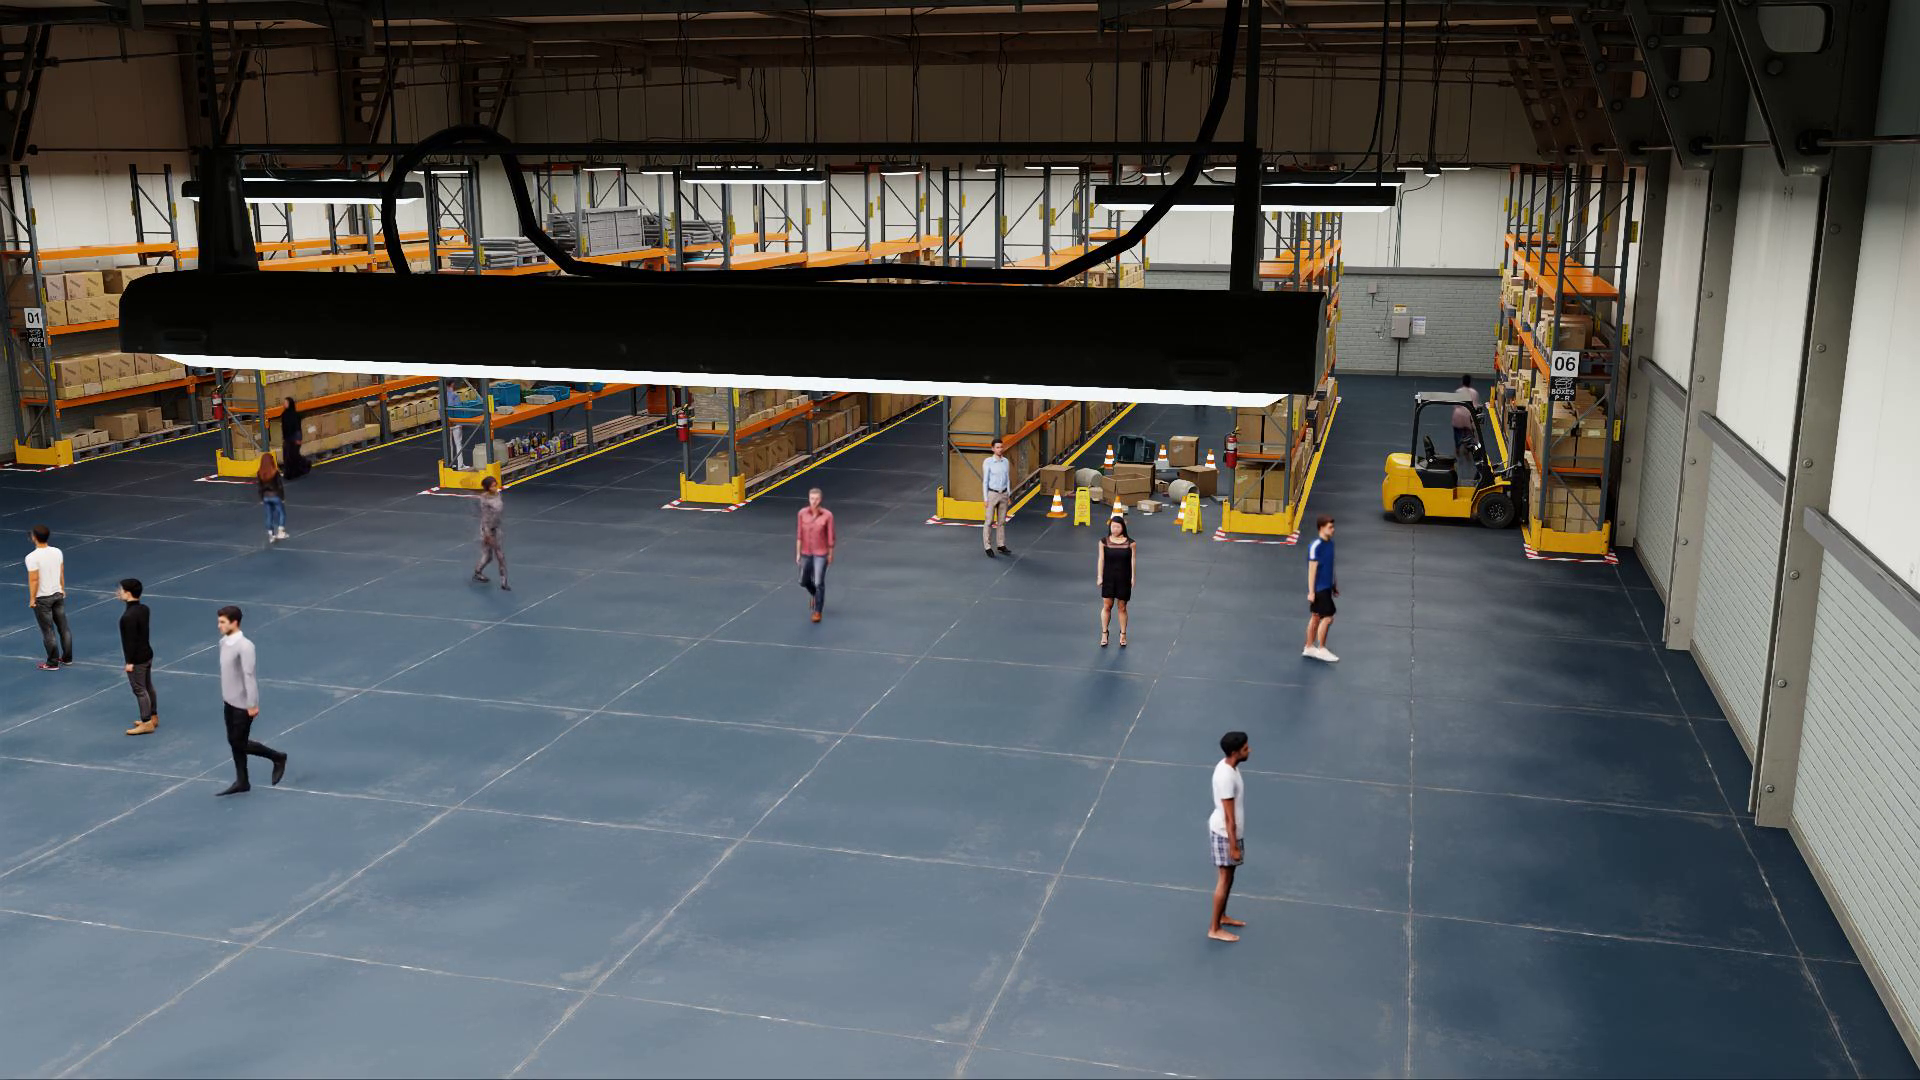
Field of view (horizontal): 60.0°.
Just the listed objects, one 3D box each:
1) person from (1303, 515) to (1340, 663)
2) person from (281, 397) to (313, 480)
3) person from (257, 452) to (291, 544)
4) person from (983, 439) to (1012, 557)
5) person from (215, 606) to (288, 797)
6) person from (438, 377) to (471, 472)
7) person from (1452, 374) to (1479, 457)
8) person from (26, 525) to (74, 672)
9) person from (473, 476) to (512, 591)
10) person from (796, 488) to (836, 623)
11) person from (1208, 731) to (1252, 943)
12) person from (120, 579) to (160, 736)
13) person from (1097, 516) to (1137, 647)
[{"bbox_3d":[4.432,0.583,20.814,0.860,1.854,0.802,9,16,33],"label":"person"},{"bbox_3d":[-13.018,-2.002,32.523,0.680,1.608,0.840,6,14,24],"label":"person"},{"bbox_3d":[-11.253,-0.686,27.140,0.663,1.472,0.678,0,13,-2],"label":"person"},{"bbox_3d":[0.584,-0.694,26.342,0.749,1.848,0.803,-7,15,-27],"label":"person"},{"bbox_3d":[-7.027,1.569,16.434,0.986,1.908,1.097,11,17,41],"label":"person"},{"bbox_3d":[-10.182,-2.340,33.368,0.651,1.885,0.573,4,14,18],"label":"person"},{"bbox_3d":[10.580,-2.588,34.832,0.729,1.707,1.122,2,13,10],"label":"person"},{"bbox_3d":[-11.209,0.691,20.457,0.710,1.805,0.488,5,14,19],"label":"person"},{"bbox_3d":[-6.832,-0.098,24.149,0.926,1.675,1.020,9,16,34],"label":"person"},{"bbox_3d":[-1.960,0.170,22.676,0.706,1.818,0.875,3,13,12],"label":"person"},{"bbox_3d":[2.148,2.358,13.431,0.706,1.727,0.472,3,13,14],"label":"person"},{"bbox_3d":[-8.997,1.255,18.202,0.776,1.723,0.622,-2,13,-8],"label":"person"},{"bbox_3d":[2.006,0.524,21.371,0.687,1.718,0.645,1,13,5],"label":"person"}]
